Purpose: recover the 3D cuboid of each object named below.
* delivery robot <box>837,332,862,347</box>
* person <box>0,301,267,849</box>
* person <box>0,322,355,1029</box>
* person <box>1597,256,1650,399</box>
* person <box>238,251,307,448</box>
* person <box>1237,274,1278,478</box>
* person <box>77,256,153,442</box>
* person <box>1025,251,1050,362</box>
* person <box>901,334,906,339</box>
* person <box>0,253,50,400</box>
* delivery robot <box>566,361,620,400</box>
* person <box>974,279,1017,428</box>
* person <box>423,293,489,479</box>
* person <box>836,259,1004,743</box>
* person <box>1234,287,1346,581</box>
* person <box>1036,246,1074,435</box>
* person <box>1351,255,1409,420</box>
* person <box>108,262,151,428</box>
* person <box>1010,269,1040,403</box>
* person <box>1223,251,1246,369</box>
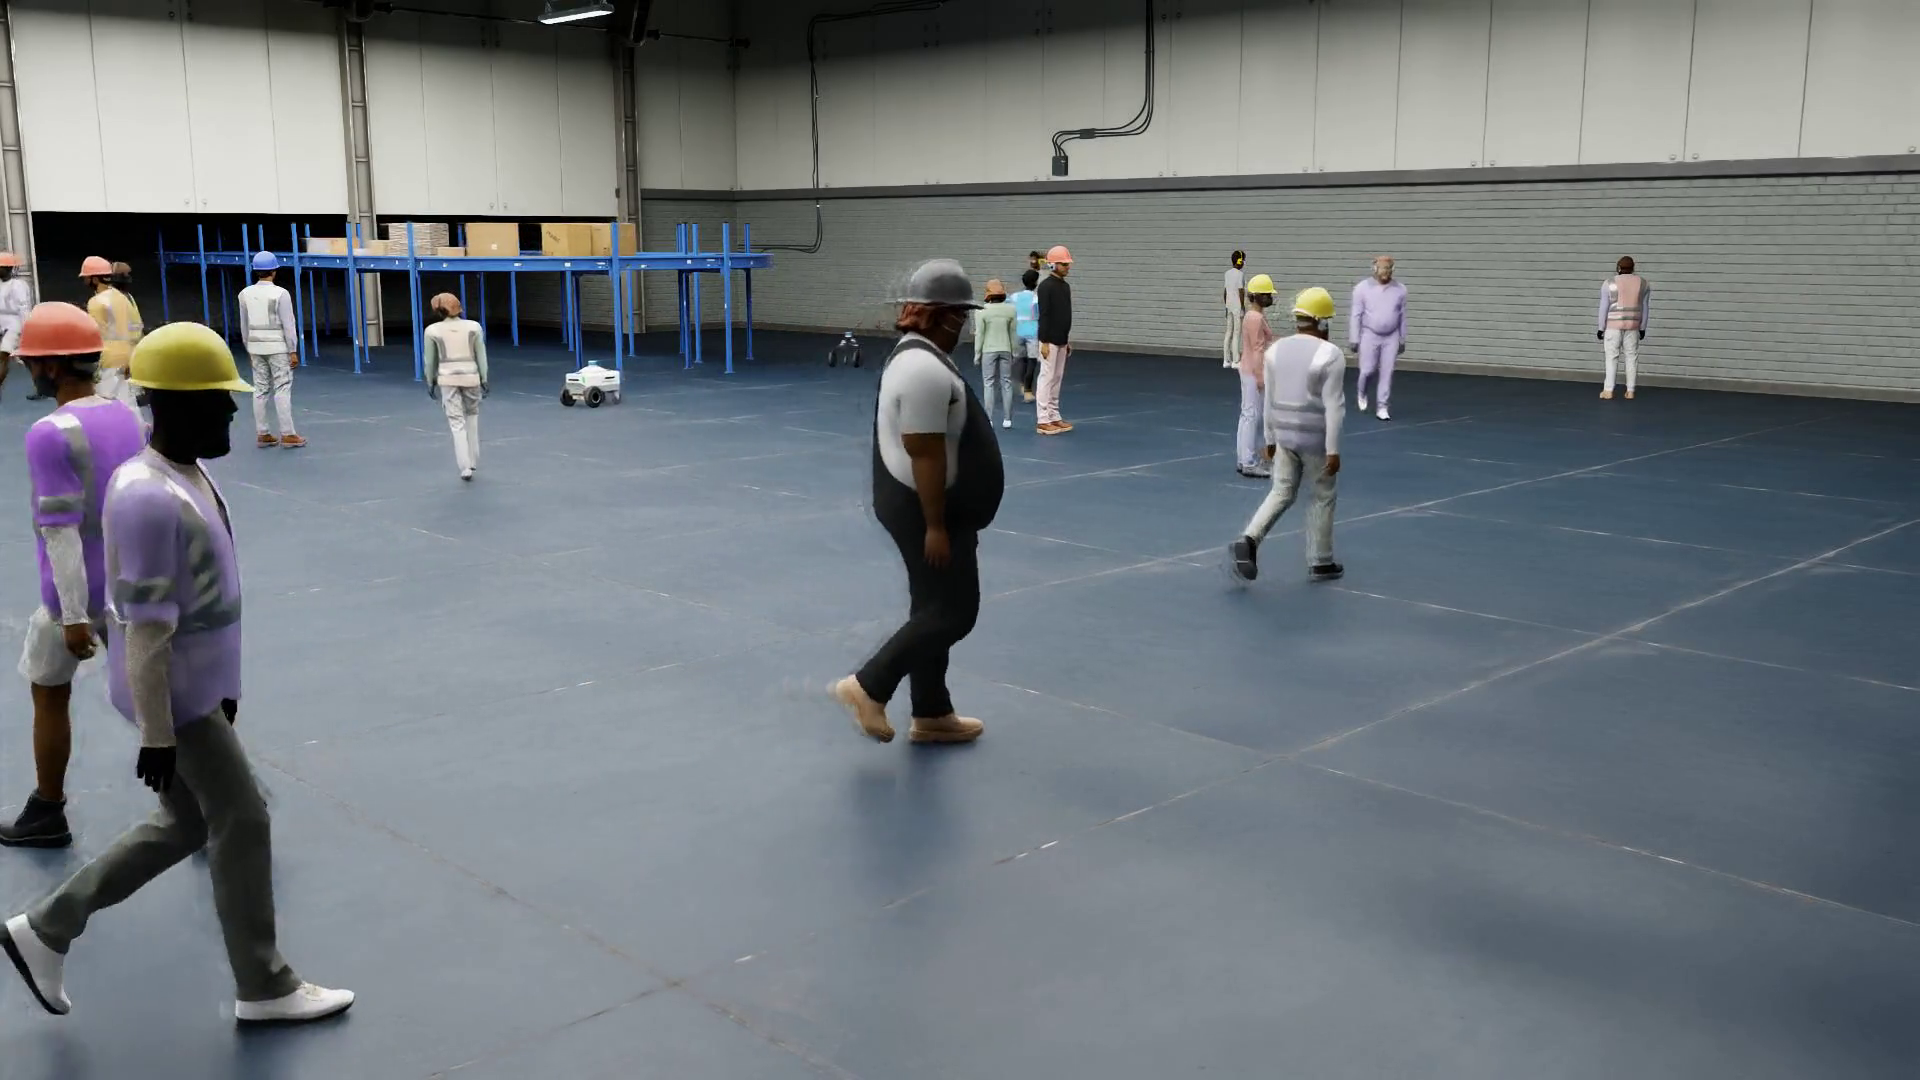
[{"bbox_3d":[-1.817,-3.273,27.071,0.335,0.223,0.698,3,10,14],"label":"delivery robot"},{"bbox_3d":[-2.899,0.140,5.684,0.981,1.905,0.551,2,11,12],"label":"person"},{"bbox_3d":[-2.112,0.382,4.354,0.811,1.900,0.592,-3,11,-17],"label":"person"},{"bbox_3d":[8.601,-2.760,21.621,0.631,1.842,0.428,1,10,4],"label":"person"},{"bbox_3d":[-6.895,-1.904,16.651,0.614,1.950,0.376,3,11,16],"label":"person"},{"bbox_3d":[2.620,-1.449,14.679,0.315,1.769,0.525,0,10,1],"label":"person"},{"bbox_3d":[-7.889,-1.666,15.459,0.477,1.923,0.542,-1,10,-4],"label":"person"},{"bbox_3d":[1.299,-3.938,28.041,0.417,1.850,0.539,-10,14,-44],"label":"person"},{"bbox_3d":[-0.501,-2.670,21.825,0.904,1.590,0.510,-7,12,-33],"label":"person"},{"bbox_3d":[-12.149,-2.706,21.206,0.566,1.883,0.980,9,13,39],"label":"person"},{"bbox_3d":[-4.605,-2.003,20.868,0.477,0.478,0.707,6,12,29],"label":"delivery robot"},{"bbox_3d":[0.391,-2.040,18.263,0.497,1.632,0.289,-4,11,-19],"label":"person"},{"bbox_3d":[-4.424,-1.359,14.597,0.526,1.602,0.721,-5,11,-24],"label":"person"},{"bbox_3d":[-0.135,-0.119,6.792,0.630,2.000,0.691,-1,10,-4],"label":"person"},{"bbox_3d":[2.045,-0.625,10.092,0.791,1.806,0.600,-9,14,-40],"label":"person"},{"bbox_3d":[1.035,-2.151,17.878,0.393,1.995,0.612,6,12,29],"label":"person"},{"bbox_3d":[4.858,-2.356,19.278,0.661,1.889,0.635,0,10,1],"label":"person"},{"bbox_3d":[-8.913,-2.050,17.786,0.499,1.828,0.665,-2,11,-10],"label":"person"},{"bbox_3d":[0.921,-2.605,21.215,0.547,1.675,0.572,6,12,30],"label":"person"},{"bbox_3d":[4.416,-3.679,26.587,0.329,1.861,0.509,-5,11,-25],"label":"person"}]
